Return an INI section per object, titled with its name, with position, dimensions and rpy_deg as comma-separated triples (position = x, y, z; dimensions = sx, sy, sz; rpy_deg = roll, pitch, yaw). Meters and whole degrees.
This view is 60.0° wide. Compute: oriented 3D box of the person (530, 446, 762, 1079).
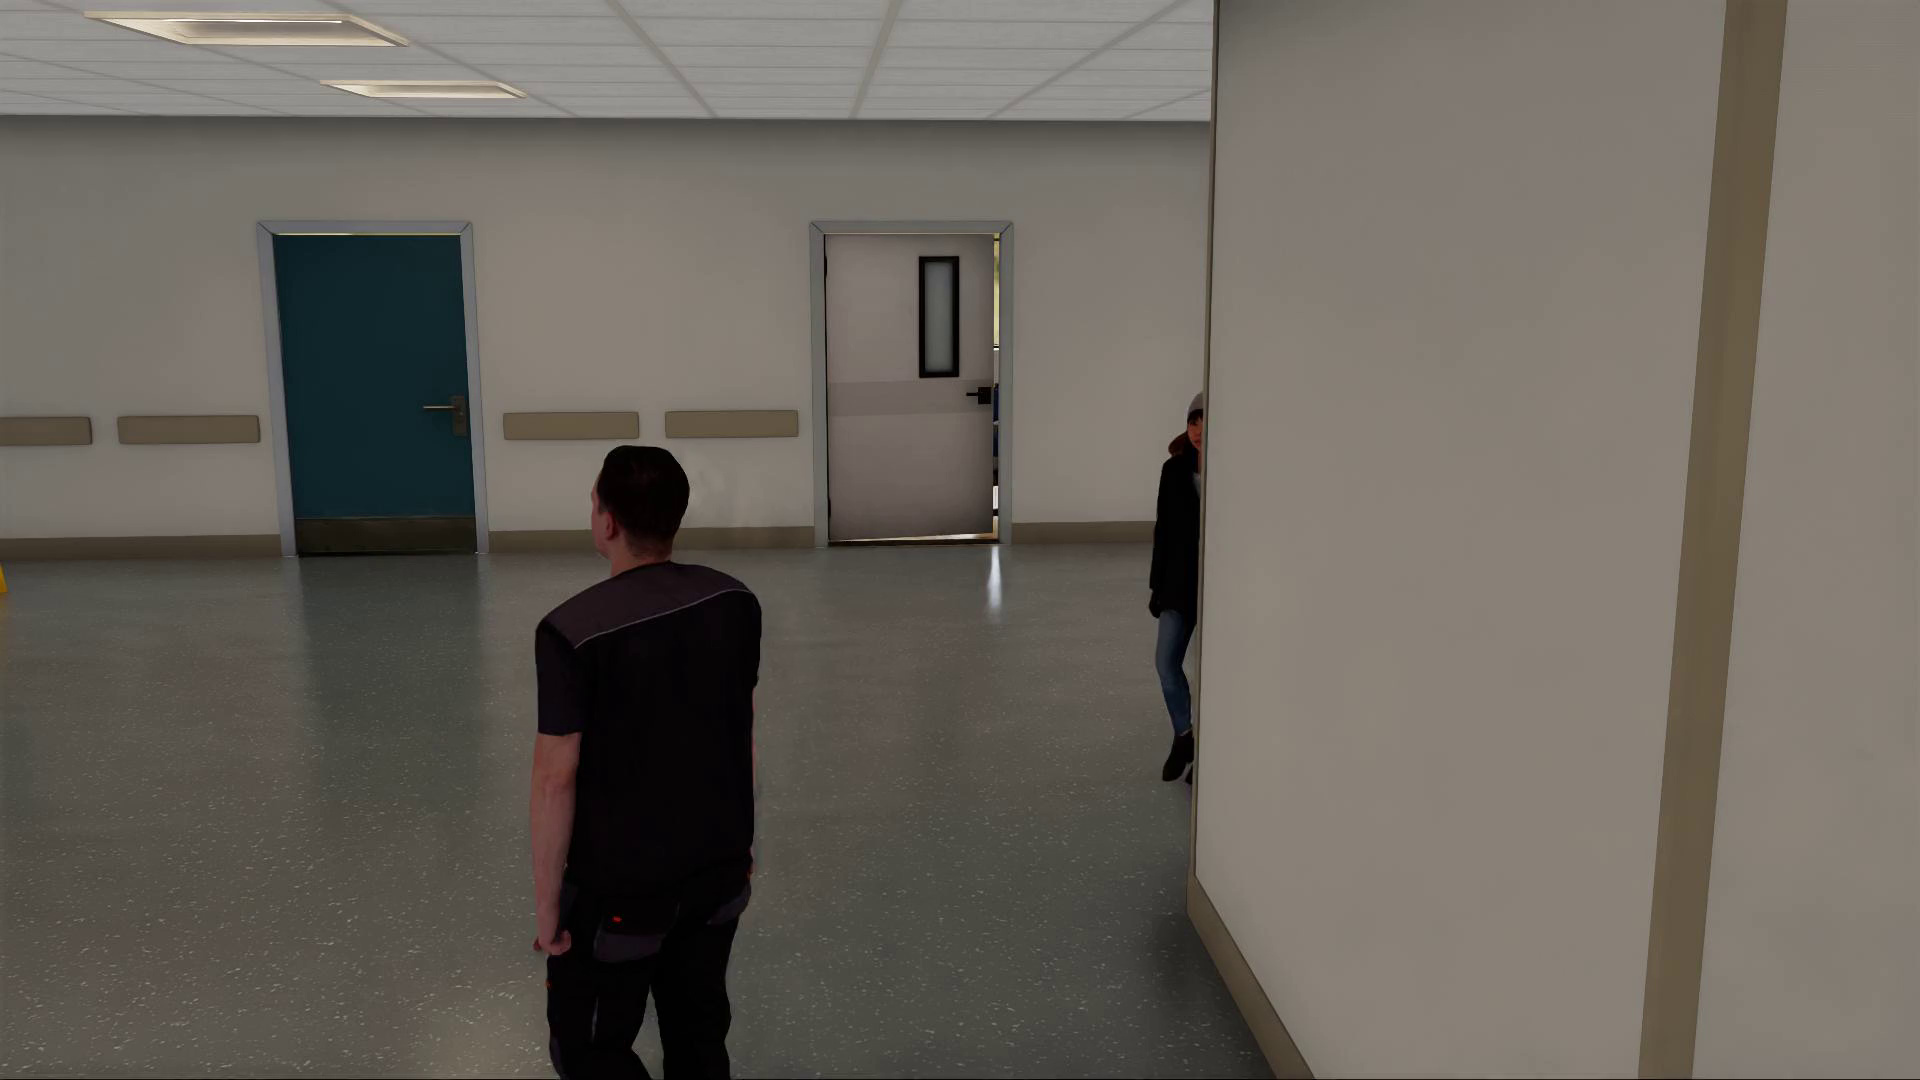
[person]
position = -0.587, 0.728, 3.468
dimensions = 0.942, 1.837, 0.997
rpy_deg = -9, 14, -40
